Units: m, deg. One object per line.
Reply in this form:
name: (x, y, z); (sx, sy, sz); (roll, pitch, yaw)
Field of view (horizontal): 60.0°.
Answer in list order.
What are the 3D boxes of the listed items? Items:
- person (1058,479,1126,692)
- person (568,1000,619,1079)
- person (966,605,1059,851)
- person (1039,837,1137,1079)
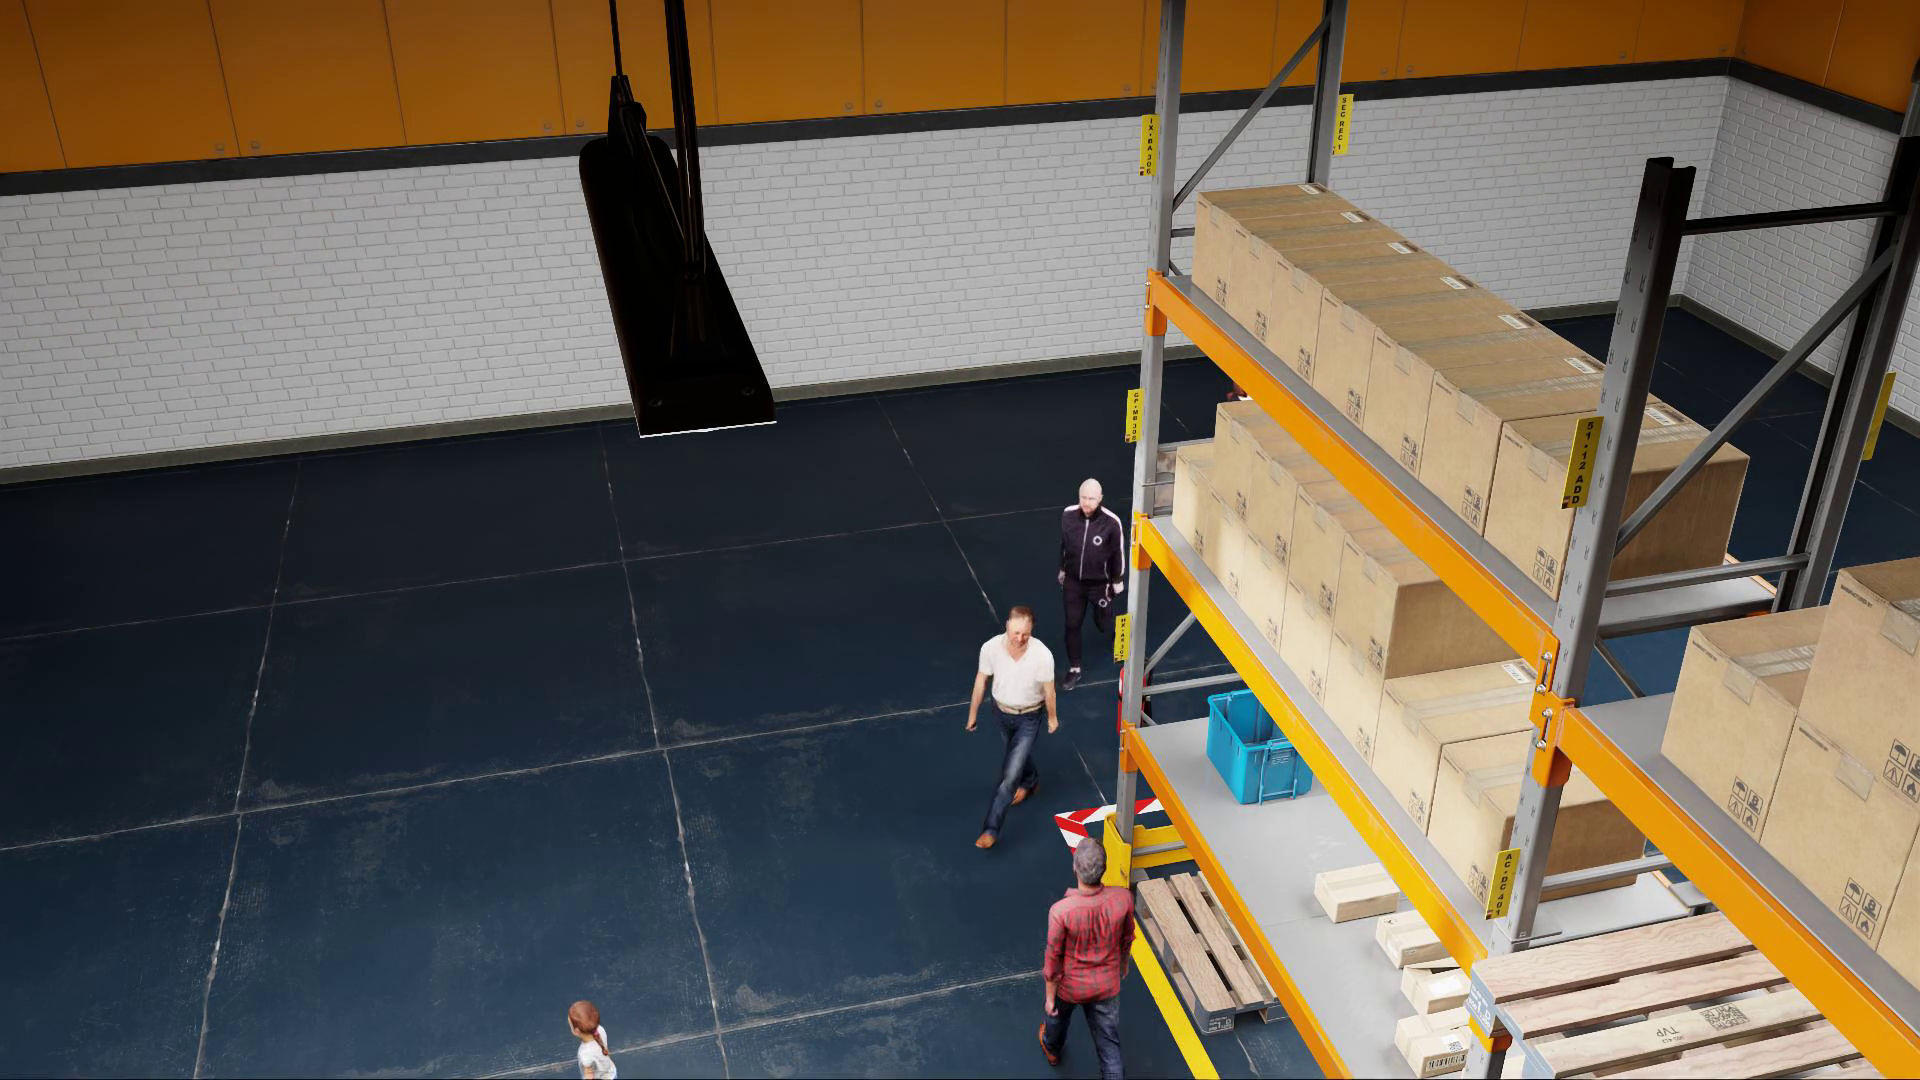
person: (1.044, 0.280, 13.014); (1.058, 1.810, 1.150); (12, 31, 22)
person: (-1.936, 2.923, 9.013); (0.590, 1.002, 0.530); (4, 29, 7)
person: (0.443, 1.163, 11.412); (1.250, 1.794, 1.288); (17, 33, 29)
person: (0.724, 2.471, 9.031); (0.701, 1.778, 1.207); (-7, 29, -12)
